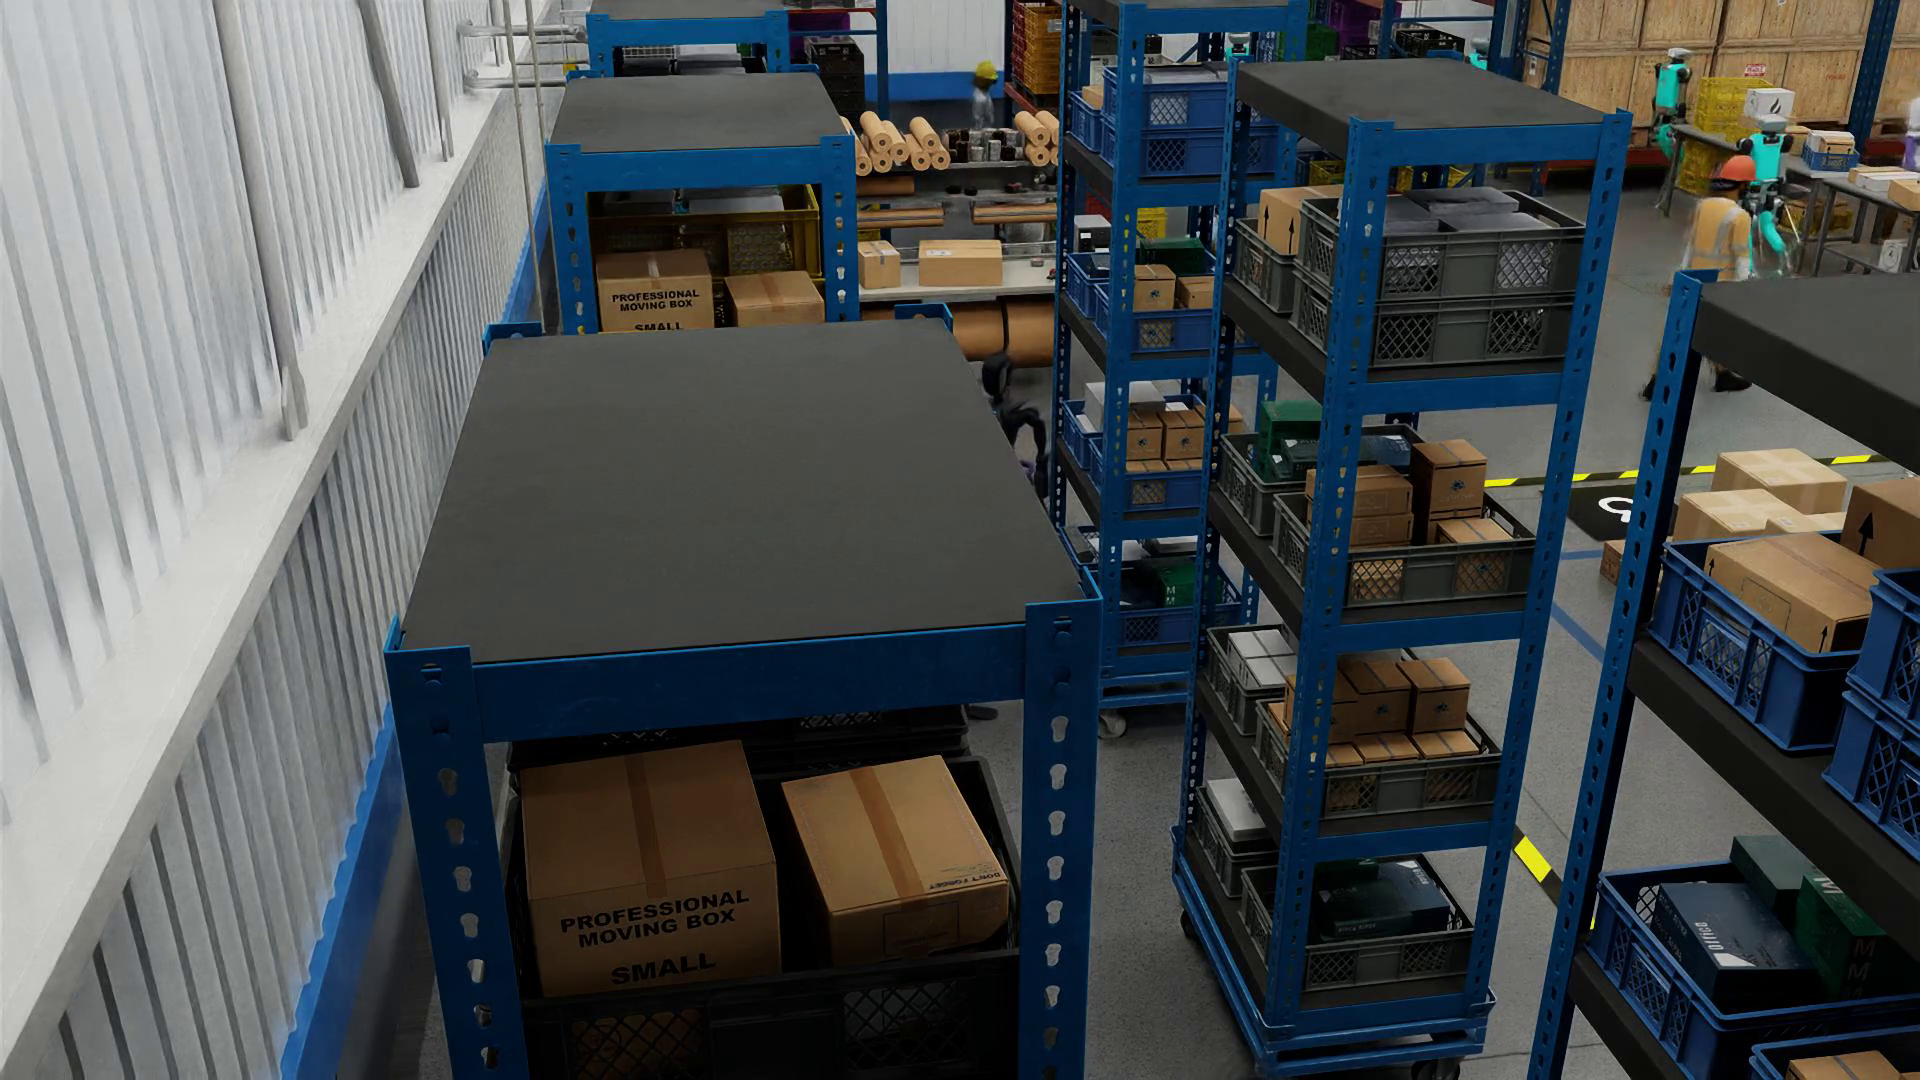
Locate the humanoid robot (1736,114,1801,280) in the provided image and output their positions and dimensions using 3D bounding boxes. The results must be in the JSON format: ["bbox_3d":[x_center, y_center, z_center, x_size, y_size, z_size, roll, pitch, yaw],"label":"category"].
[{"bbox_3d":[7.121,-2.753,14.640,0.543,1.881,0.727,-7,26,-15],"label":"humanoid robot"}]

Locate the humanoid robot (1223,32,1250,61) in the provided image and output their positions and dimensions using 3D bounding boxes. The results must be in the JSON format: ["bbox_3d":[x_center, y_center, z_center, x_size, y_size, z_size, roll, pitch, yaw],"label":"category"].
[{"bbox_3d":[3.198,-4.968,19.175,0.533,1.681,0.735,1,25,3],"label":"humanoid robot"}]

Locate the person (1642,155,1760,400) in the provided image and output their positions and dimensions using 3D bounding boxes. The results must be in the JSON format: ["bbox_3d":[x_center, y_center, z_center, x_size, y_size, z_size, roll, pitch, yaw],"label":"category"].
[{"bbox_3d":[5.750,-1.978,12.664,0.984,1.886,0.562,-5,25,-10],"label":"person"}]

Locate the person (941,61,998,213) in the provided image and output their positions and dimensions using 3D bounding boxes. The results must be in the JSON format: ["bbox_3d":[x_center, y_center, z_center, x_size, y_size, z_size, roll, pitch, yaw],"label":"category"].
[{"bbox_3d":[0.220,-4.343,18.032,0.776,1.699,0.513,-1,25,-2],"label":"person"}]

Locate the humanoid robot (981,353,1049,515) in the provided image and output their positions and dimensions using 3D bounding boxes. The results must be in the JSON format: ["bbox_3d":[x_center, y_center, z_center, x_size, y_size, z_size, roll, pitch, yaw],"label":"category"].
[{"bbox_3d":[0.212,-0.211,9.068,0.609,1.654,0.371,8,26,17],"label":"humanoid robot"}]

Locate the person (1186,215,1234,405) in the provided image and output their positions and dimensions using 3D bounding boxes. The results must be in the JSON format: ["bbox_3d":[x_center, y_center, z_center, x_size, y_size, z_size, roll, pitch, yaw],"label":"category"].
[{"bbox_3d":[1.669,-1.258,11.138,0.398,1.851,0.593,-3,25,-7],"label":"person"}]

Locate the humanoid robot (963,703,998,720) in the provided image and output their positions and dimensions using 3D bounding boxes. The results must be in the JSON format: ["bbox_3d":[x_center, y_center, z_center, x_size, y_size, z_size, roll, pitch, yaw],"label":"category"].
[{"bbox_3d":[0.039,0.091,8.397,0.315,1.657,0.599,-7,26,-14],"label":"humanoid robot"}]

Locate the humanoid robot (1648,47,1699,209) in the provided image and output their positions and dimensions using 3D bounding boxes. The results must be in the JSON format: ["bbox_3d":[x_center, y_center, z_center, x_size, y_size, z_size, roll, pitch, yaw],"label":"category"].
[{"bbox_3d":[7.961,-4.505,18.424,0.641,1.869,0.547,-6,25,-12],"label":"humanoid robot"}]

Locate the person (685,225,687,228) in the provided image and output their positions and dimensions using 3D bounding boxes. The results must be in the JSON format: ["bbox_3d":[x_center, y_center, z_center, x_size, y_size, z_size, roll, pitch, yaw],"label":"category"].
[{"bbox_3d":[-2.763,-3.694,16.541,0.329,1.764,0.533,-11,27,-23],"label":"person"}]

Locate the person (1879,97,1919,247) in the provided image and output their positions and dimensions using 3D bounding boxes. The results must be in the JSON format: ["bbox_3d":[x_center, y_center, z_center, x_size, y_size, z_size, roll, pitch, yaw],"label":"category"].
[{"bbox_3d":[9.390,-3.601,16.062,0.619,1.999,0.950,-2,25,-5],"label":"person"}]

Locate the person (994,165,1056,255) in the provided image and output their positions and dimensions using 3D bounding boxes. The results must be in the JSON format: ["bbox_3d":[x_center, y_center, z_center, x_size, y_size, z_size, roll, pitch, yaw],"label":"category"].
[{"bbox_3d":[0.529,-2.454,13.723,0.530,1.864,0.309,-2,25,-5],"label":"person"}]

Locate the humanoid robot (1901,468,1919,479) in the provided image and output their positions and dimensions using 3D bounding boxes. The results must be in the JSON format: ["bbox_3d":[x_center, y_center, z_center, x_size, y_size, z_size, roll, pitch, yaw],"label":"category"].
[{"bbox_3d":[6.443,-1.133,10.838,0.735,1.681,0.533,-12,27,-25],"label":"humanoid robot"}]

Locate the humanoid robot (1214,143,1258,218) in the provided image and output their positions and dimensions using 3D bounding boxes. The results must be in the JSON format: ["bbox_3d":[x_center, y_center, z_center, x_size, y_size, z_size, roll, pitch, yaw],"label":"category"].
[{"bbox_3d":[2.734,-3.699,16.716,0.601,1.634,0.788,-1,25,-1],"label":"humanoid robot"}]

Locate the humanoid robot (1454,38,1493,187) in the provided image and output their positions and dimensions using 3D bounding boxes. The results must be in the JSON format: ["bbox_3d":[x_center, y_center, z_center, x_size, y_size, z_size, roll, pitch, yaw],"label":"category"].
[{"bbox_3d":[5.947,-4.760,18.876,0.562,1.746,0.930,-13,28,-26],"label":"humanoid robot"}]

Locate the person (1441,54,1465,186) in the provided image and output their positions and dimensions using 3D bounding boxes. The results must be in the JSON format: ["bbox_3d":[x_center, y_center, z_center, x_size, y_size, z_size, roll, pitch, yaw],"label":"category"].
[{"bbox_3d":[5.142,-4.231,17.609,0.345,1.846,0.507,-14,28,-28],"label":"person"}]
